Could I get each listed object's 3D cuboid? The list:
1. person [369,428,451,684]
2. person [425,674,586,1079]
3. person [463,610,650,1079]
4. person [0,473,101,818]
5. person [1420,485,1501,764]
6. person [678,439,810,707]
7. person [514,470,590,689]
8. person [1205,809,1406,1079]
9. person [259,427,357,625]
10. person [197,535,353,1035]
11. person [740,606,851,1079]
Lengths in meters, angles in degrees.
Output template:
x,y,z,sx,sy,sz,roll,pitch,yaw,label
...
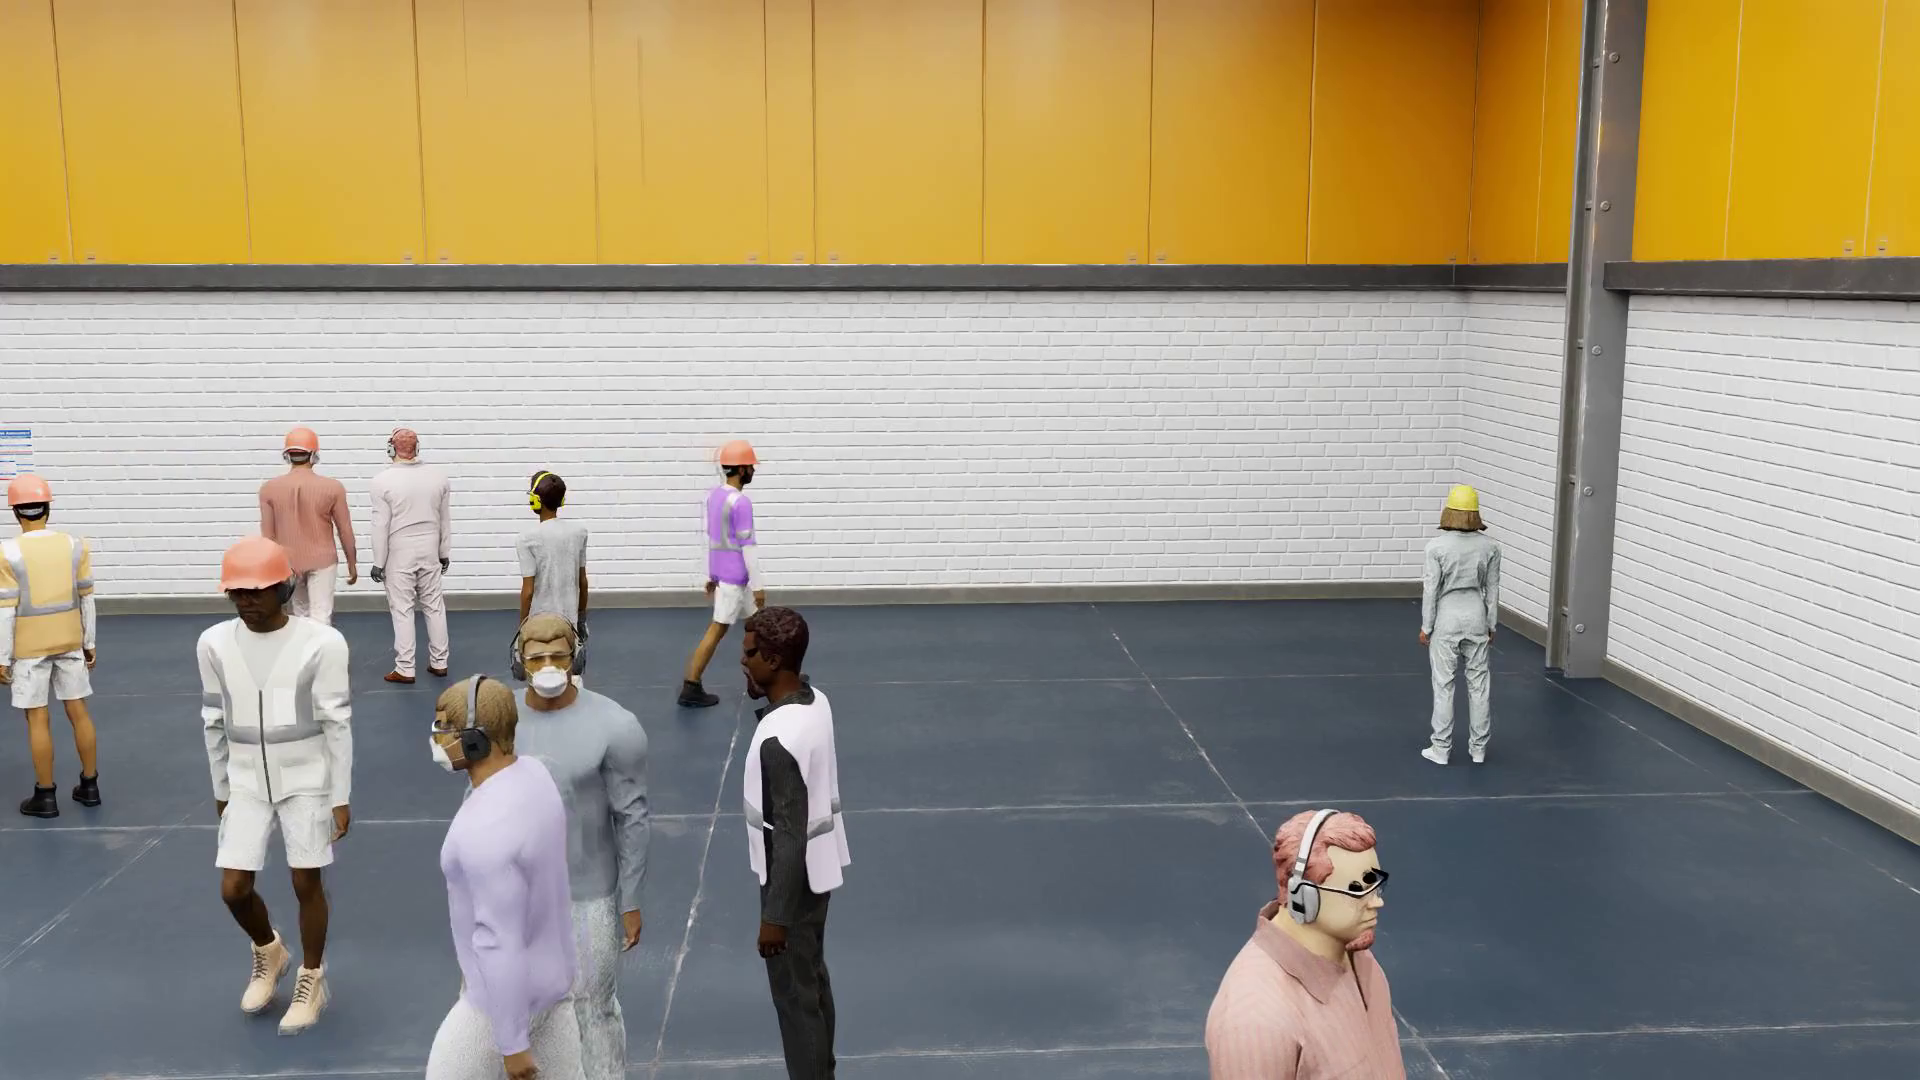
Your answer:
x,y,z,sx,sy,sz,roll,pitch,yaw,label
-4.117,0.113,12.426,0.403,1.906,0.652,8,12,40,person
-1.433,1.322,4.872,0.975,1.894,0.638,1,9,4,person
-1.354,1.188,5.571,0.635,1.939,0.361,1,9,8,person
-5.155,0.590,9.356,0.373,1.933,0.556,7,11,36,person
3.098,0.525,10.350,0.489,1.743,0.322,0,9,-3,person
-1.564,0.234,11.738,1.019,1.883,0.564,-5,10,-27,person
-2.464,0.510,10.037,0.328,1.876,0.513,7,12,38,person
0.779,1.511,3.649,0.408,1.906,0.654,5,10,29,person
-4.726,0.149,12.101,0.636,1.945,0.999,-1,9,-5,person
-2.717,0.979,6.618,0.617,2.027,0.432,0,9,-2,person
-0.571,1.172,5.739,0.375,1.917,0.598,1,9,3,person
